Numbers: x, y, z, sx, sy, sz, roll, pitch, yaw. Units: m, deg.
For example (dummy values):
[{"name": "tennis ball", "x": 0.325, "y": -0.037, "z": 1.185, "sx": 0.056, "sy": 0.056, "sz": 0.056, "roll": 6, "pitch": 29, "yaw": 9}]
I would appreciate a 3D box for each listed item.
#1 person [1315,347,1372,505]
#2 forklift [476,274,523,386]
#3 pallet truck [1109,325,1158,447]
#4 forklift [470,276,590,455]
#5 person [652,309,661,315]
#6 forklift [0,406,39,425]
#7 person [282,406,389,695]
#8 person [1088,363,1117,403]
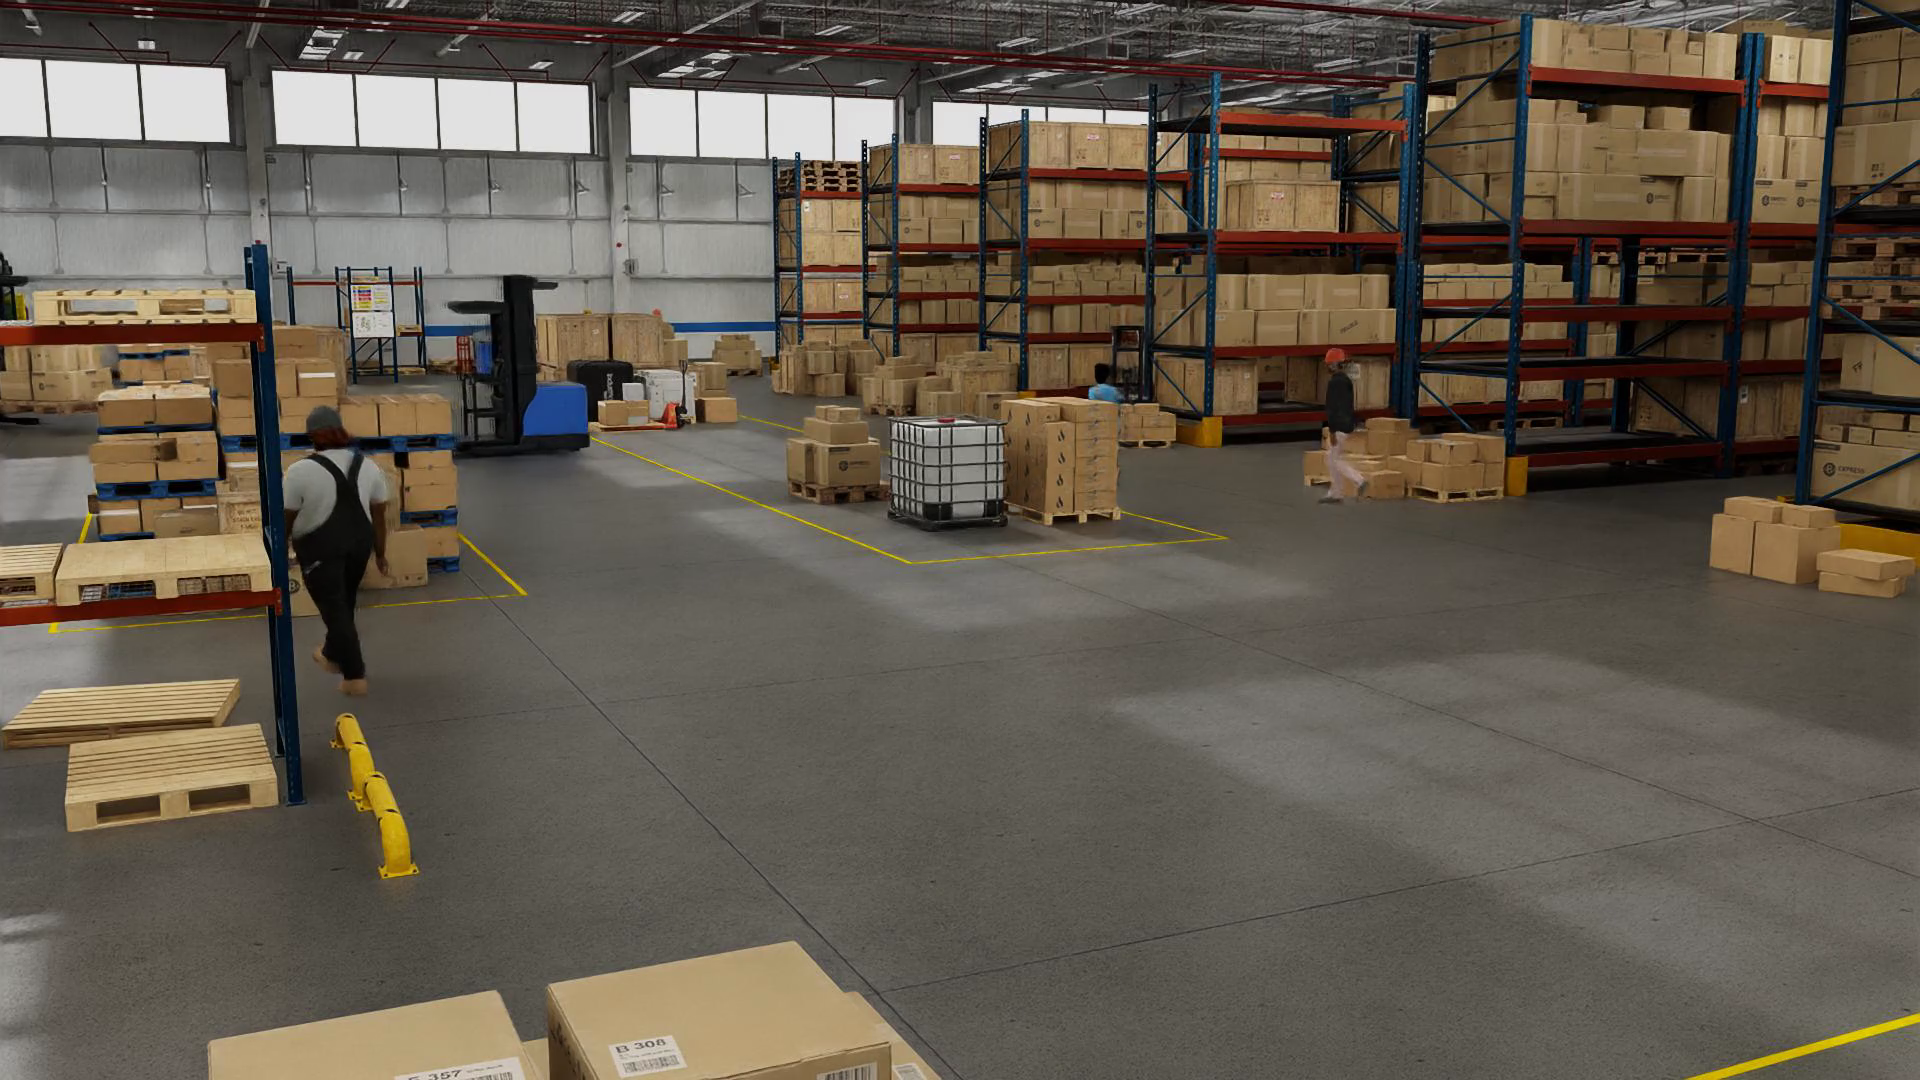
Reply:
[{"name": "person", "x": 4.752, "y": -1.386, "z": 20.501, "sx": 0.660, "sy": 1.974, "sz": 0.609, "roll": 6, "pitch": 11, "yaw": 32}, {"name": "forklift", "x": -11.349, "y": -5.369, "z": 42.397, "sx": 1.873, "sy": 2.768, "sz": 1.129, "roll": -4, "pitch": 10, "yaw": -25}, {"name": "pallet truck", "x": 2.881, "y": -2.596, "z": 27.923, "sx": 0.823, "sy": 1.965, "sz": 1.885, "roll": -1, "pitch": 9, "yaw": -7}, {"name": "forklift", "x": -6.994, "y": -2.817, "z": 26.567, "sx": 1.873, "sy": 2.768, "sz": 1.129, "roll": -4, "pitch": 10, "yaw": -25}, {"name": "person", "x": -7.993, "y": -5.156, "z": 44.042, "sx": 0.562, "sy": 1.918, "sz": 0.427, "roll": -1, "pitch": 9, "yaw": -7}, {"name": "forklift", "x": -18.307, "y": -3.479, "z": 30.670, "sx": 1.873, "sy": 2.768, "sz": 1.129, "roll": 3, "pitch": 10, "yaw": 17}, {"name": "person", "x": -4.385, "y": 0.023, "z": 11.542, "sx": 1.061, "sy": 2.000, "sz": 0.689, "roll": 7, "pitch": 12, "yaw": 37}, {"name": "person", "x": 1.880, "y": -1.524, "z": 22.240, "sx": 0.545, "sy": 1.680, "sz": 0.375, "roll": -9, "pitch": 12, "yaw": -43}]
